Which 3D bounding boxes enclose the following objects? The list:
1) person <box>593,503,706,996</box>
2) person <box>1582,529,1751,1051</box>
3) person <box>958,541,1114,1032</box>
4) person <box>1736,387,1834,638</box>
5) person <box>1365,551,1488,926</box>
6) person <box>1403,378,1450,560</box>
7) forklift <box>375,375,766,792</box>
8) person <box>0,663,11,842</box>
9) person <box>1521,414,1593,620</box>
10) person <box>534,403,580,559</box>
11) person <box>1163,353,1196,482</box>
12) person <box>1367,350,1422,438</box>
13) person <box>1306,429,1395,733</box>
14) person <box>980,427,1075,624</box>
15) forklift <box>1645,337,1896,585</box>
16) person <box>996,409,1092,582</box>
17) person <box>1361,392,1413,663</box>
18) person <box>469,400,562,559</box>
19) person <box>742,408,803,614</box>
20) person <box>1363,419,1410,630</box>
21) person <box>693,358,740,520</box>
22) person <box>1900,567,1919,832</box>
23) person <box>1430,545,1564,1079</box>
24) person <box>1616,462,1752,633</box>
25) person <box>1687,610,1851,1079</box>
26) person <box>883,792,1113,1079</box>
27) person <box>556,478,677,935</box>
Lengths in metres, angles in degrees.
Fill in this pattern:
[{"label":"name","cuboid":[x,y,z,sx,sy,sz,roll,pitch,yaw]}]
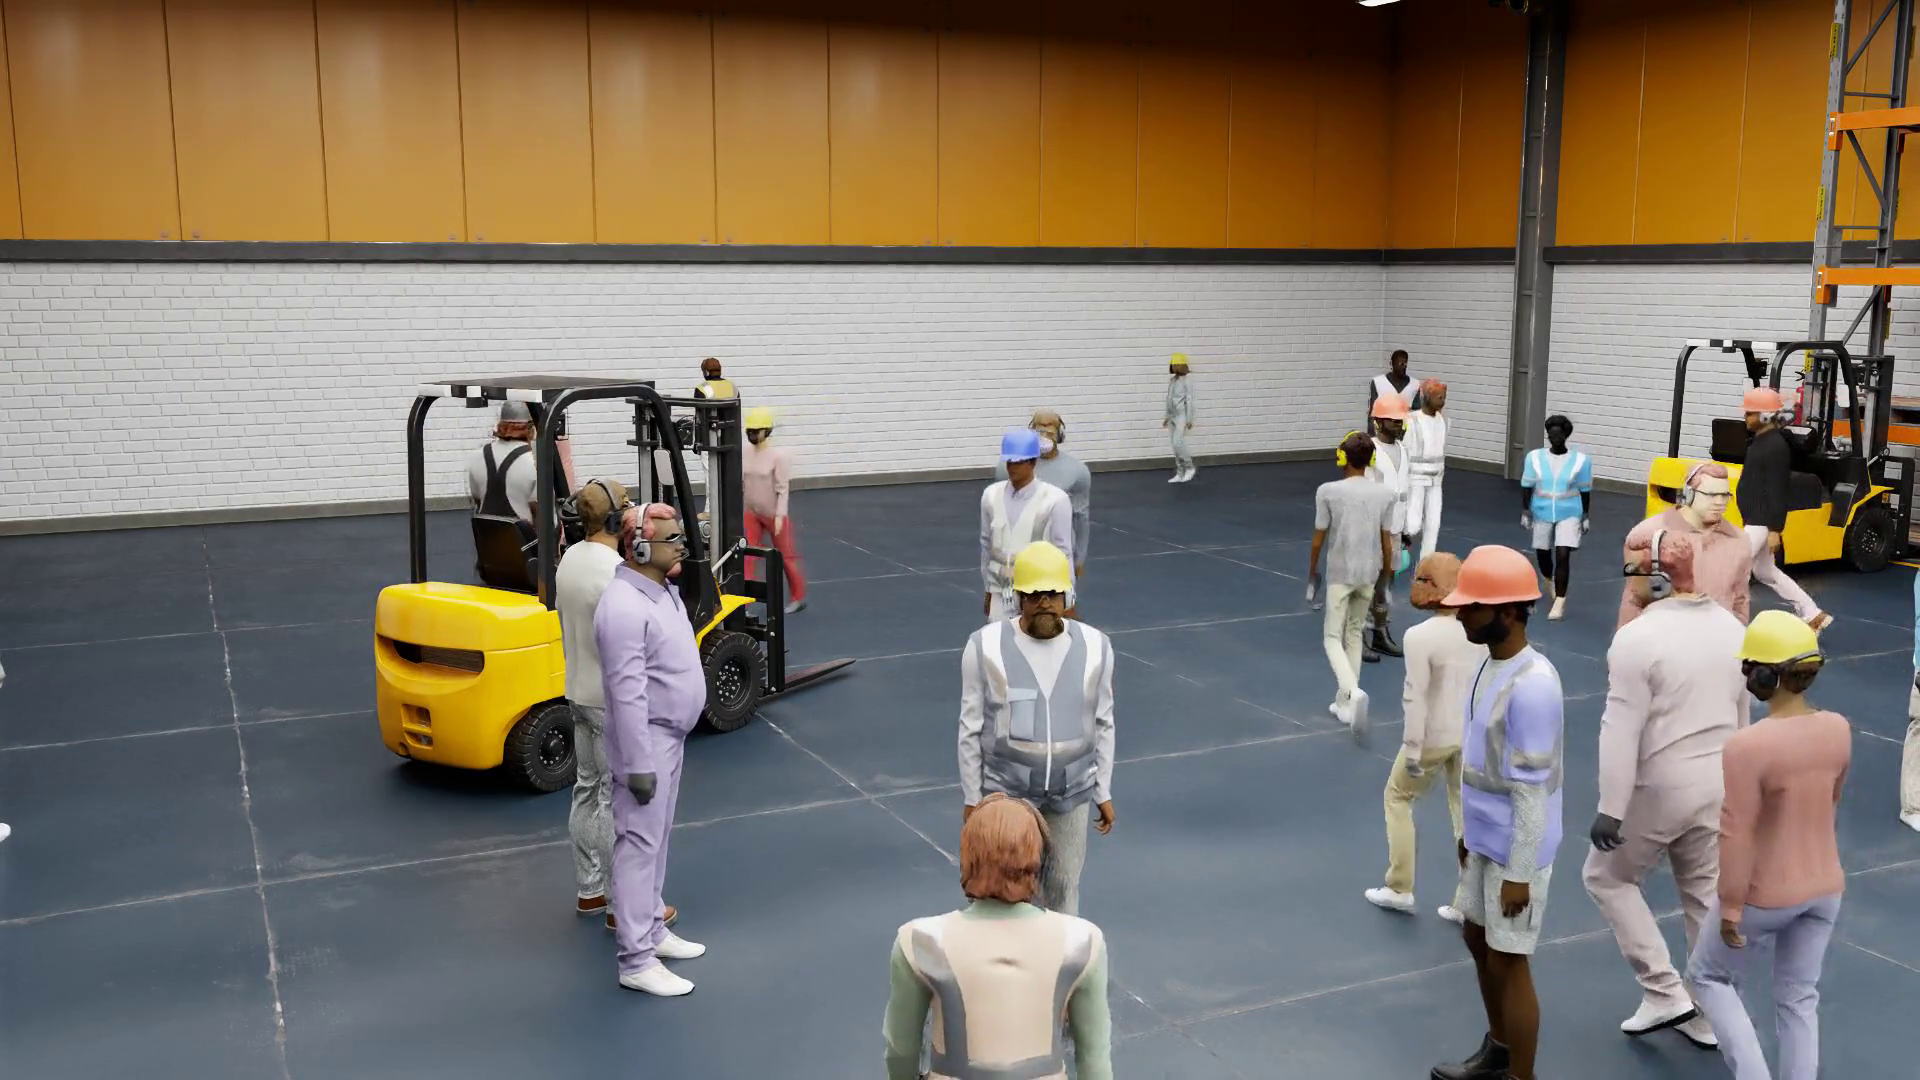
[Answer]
[{"label":"person","cuboid":[-1.193,0.800,6.533,0.402,1.911,0.639,0,9,2]},{"label":"person","cuboid":[2.543,0.901,5.962,0.768,1.884,0.455,-4,10,-24]},{"label":"person","cuboid":[0.286,0.908,6.091,0.586,1.835,0.404,-1,9,-9]},{"label":"person","cuboid":[5.995,-0.151,12.284,0.928,1.966,0.629,3,10,16]},{"label":"person","cuboid":[2.031,0.847,7.167,0.514,1.613,0.651,-4,10,-26]},{"label":"person","cuboid":[4.089,-0.523,14.871,0.587,1.860,0.660,-5,10,-29]},{"label":"forklift","cuboid":[-2.268,0.149,9.685,1.214,2.155,2.313,6,11,32]},{"label":"person","cuboid":[-4.897,0.586,7.980,0.526,1.869,0.315,-5,10,-29]},{"label":"person","cuboid":[4.874,-0.218,13.594,0.555,1.660,0.702,5,10,28]},{"label":"person","cuboid":[-3.384,-0.305,13.467,0.704,1.898,0.403,3,10,20]},{"label":"person","cuboid":[2.886,-1.610,22.017,0.378,1.734,0.482,-4,10,-24]},{"label":"person","cuboid":[5.090,-1.253,19.326,0.612,1.882,0.848,-1,9,-6]},{"label":"person","cuboid":[2.386,0.253,10.115,0.523,1.848,0.737,-1,9,-4]},{"label":"person","cuboid":[0.430,0.279,9.737,0.619,1.927,0.754,6,11,33]},{"label":"forklift","cuboid":[7.551,-0.789,15.507,2.313,2.155,1.214,-4,10,-25]},{"label":"person","cuboid":[0.547,0.074,11.028,0.642,1.920,0.791,1,9,6]},{"label":"person","cuboid":[3.055,-0.095,11.986,0.542,1.939,0.362,-6,11,-33]},{"label":"person","cuboid":[-2.981,-0.002,11.096,0.685,2.000,0.944,4,10,25]},{"label":"person","cuboid":[-1.580,-0.203,13.359,0.539,1.714,0.945,5,11,29]},{"label":"person","cuboid":[3.284,-0.159,12.980,0.519,1.754,0.433,-5,10,-28]},{"label":"person","cuboid":[-2.775,-1.137,18.779,0.429,1.838,0.621,7,12,39]},{"label":"person","cuboid":[4.955,0.644,8.318,0.512,1.645,0.307,-4,10,-22]},{"label":"person","cuboid":[1.743,0.972,5.430,0.399,1.927,0.543,0,9,1]},{"label":"person","cuboid":[3.537,0.543,8.184,0.661,1.887,0.527,0,9,-3]},{"label":"person","cuboid":[2.552,1.091,5.231,0.524,1.753,0.389,-3,10,-18]},{"label":"person","cuboid":[0.072,1.371,3.902,0.506,1.605,0.741,-2,9,-12]},{"label":"person","cuboid":[-1.483,0.698,7.071,0.372,1.940,0.632,-7,11,-37]}]
